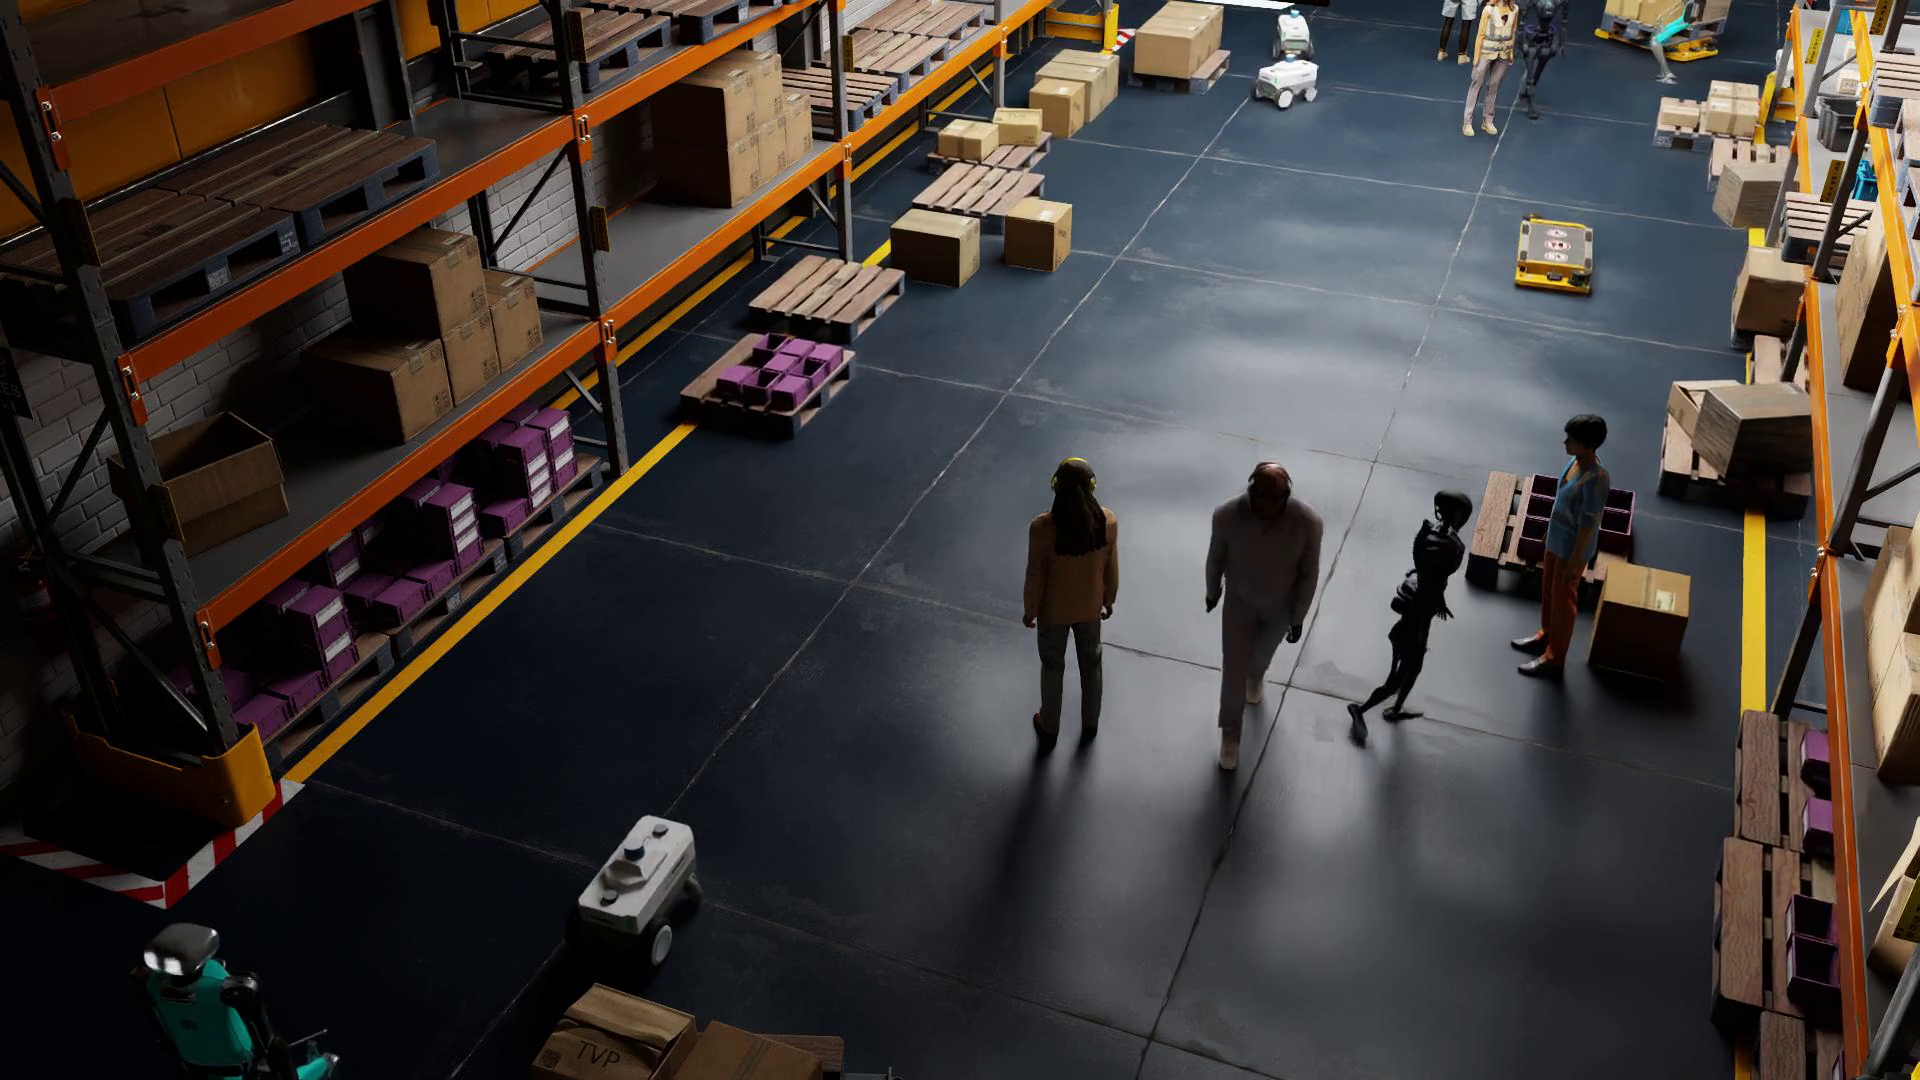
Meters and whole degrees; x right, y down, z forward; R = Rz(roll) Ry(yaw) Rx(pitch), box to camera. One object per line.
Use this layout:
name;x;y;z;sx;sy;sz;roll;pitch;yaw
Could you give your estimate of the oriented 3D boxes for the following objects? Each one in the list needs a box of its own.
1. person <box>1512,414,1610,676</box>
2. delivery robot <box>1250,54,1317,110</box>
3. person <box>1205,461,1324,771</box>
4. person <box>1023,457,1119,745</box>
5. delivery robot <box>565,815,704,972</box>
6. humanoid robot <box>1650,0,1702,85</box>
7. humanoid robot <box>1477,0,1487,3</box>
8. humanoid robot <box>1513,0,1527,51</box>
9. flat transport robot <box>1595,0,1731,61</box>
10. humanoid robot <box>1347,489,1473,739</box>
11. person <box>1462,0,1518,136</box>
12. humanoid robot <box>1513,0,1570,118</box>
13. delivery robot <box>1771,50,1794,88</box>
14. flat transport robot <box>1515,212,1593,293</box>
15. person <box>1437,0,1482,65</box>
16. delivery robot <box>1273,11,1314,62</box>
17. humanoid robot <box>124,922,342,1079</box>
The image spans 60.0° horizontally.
person;3.708;0.027;10.181;0.329;1.758;0.503;1;33;2
delivery robot;3.880;-5.458;19.785;0.808;0.606;0.499;-20;38;-27
person;1.730;0.332;9.619;0.624;1.852;0.967;3;33;5
person;0.635;0.372;9.538;0.561;1.875;0.390;-7;34;-11
delivery robot;-1.648;1.787;8.556;0.519;0.587;0.739;11;35;17
humanoid robot;8.702;-6.416;20.122;0.716;1.738;0.531;11;35;17
humanoid robot;7.137;-8.245;22.997;0.948;1.758;0.550;-10;34;-16
humanoid robot;7.132;-7.007;21.149;0.605;1.633;0.589;7;33;10
flat transport robot;9.105;-6.557;21.739;0.659;0.231;1.431;-18;37;-26
humanoid robot;2.621;0.406;9.672;0.463;1.646;0.596;17;37;24
person;5.960;-5.400;18.557;0.481;1.776;0.322;-7;33;-10
humanoid robot;6.721;-5.751;19.259;0.606;1.636;0.774;0;33;0
delivery robot;10.356;-5.774;20.274;0.781;0.605;0.499;1;33;1
flat transport robot;5.657;-2.736;15.827;0.659;0.231;1.431;10;34;15
person;6.315;-6.840;20.868;0.535;1.693;0.320;22;39;30
delivery robot;4.272;-6.468;21.353;0.499;0.611;0.814;2;33;3
humanoid robot;-2.911;2.113;6.992;0.533;1.771;0.895;4;33;7
